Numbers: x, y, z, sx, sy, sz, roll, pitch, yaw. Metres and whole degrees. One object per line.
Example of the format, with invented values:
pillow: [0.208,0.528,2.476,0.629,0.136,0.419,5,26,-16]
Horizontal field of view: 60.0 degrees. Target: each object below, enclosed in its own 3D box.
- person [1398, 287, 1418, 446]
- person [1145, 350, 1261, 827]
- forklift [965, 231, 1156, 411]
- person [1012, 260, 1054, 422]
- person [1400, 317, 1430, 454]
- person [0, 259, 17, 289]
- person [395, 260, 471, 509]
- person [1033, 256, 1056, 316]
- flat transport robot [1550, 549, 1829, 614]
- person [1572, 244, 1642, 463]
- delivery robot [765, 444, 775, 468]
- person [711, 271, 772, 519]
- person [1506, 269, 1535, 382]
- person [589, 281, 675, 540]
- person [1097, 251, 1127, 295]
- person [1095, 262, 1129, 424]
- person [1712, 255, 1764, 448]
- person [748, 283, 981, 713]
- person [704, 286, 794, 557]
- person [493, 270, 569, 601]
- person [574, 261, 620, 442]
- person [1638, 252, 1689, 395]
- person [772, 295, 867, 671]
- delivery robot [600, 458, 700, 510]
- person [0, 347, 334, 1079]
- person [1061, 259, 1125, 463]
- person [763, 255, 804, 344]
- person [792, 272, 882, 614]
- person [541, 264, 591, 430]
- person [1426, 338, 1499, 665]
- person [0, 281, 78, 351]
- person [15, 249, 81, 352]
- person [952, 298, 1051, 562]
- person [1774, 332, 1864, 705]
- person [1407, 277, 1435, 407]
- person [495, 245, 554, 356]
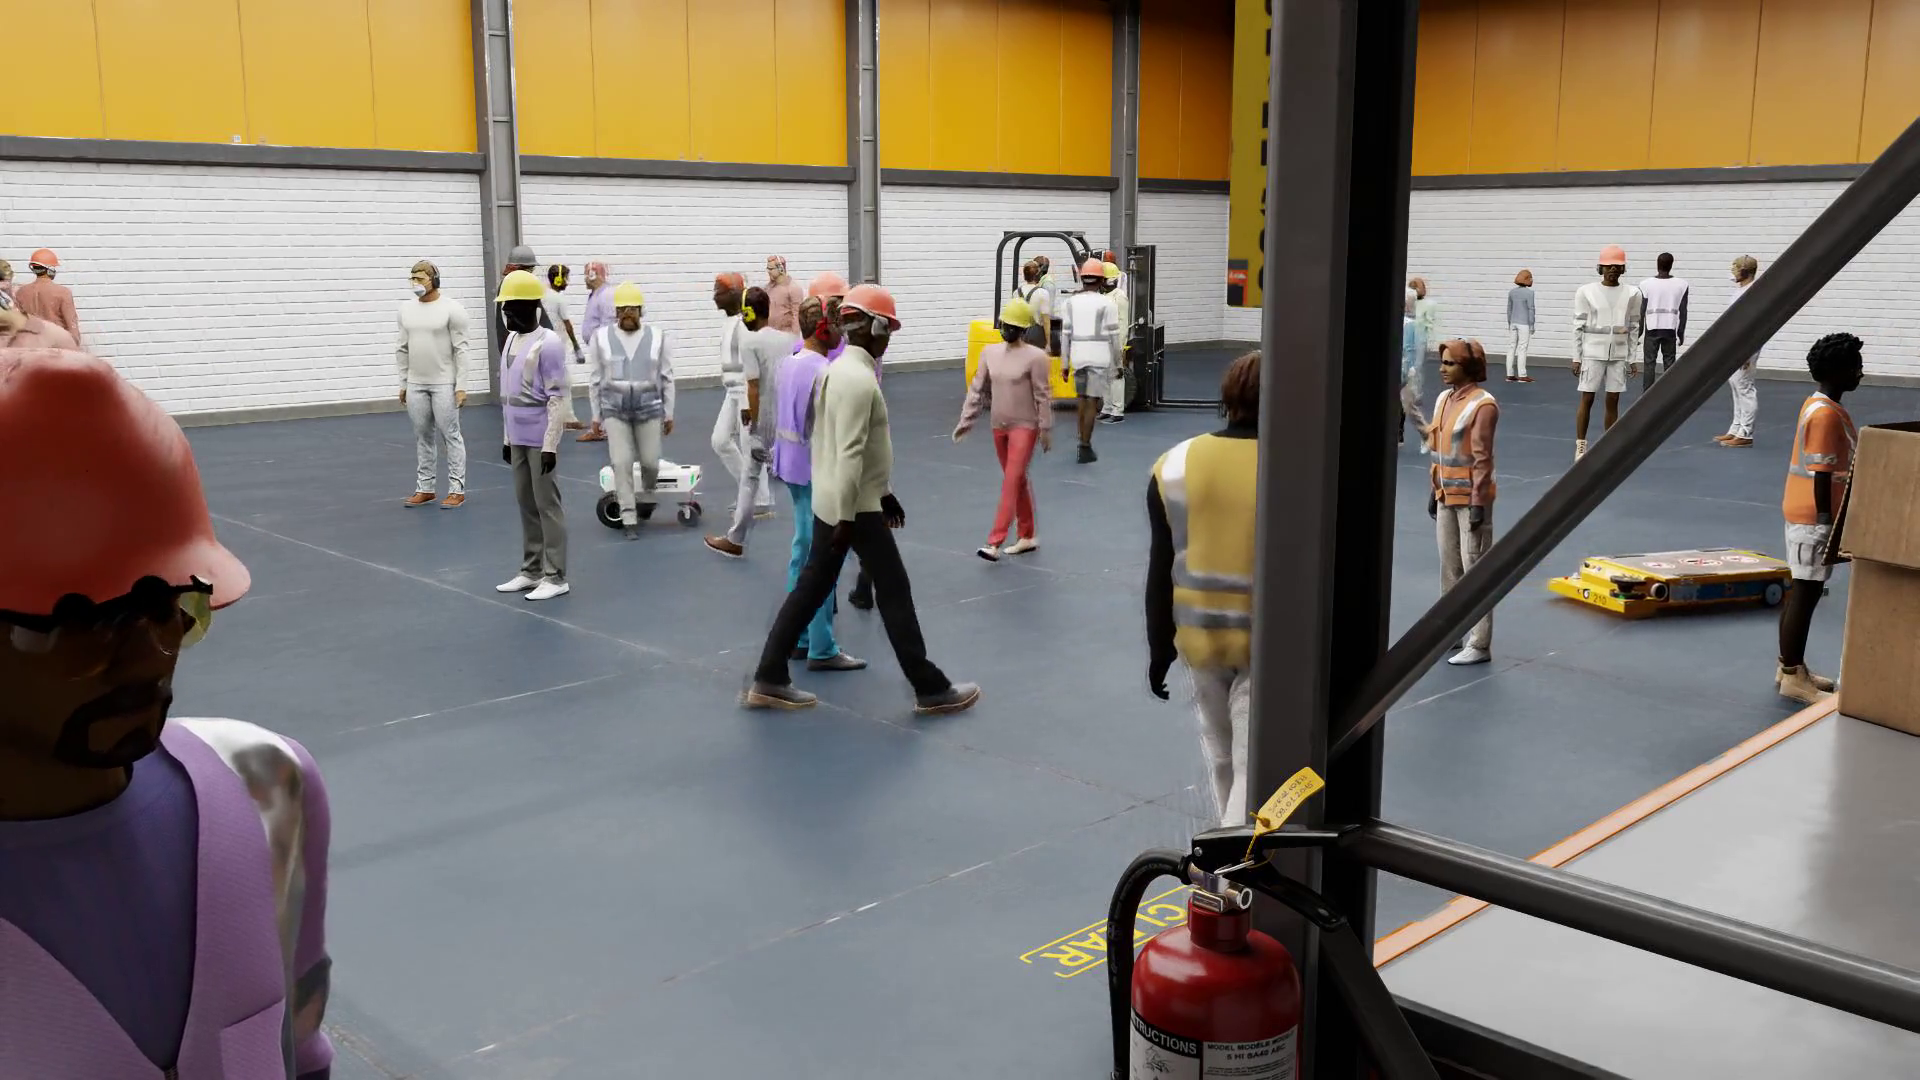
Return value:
person: [4.306,-1.913,16.777,0.600,1.967,0.368,-3,11,-17]
person: [0.915,0.315,5.120,0.639,1.792,0.937,7,12,32]
forklift: [1.222,-2.721,20.561,2.313,2.155,1.214,2,11,13]
person: [0.826,-2.246,18.924,0.506,1.847,0.344,8,13,37]
person: [4.226,-1.588,15.988,0.784,1.602,0.520,-7,13,-34]
person: [-8.279,-1.469,14.434,0.372,1.940,0.629,-8,13,-38]
person: [-4.127,-1.209,13.018,0.635,1.939,0.366,3,11,16]
person: [1.112,-3.056,23.348,0.429,1.846,0.628,-3,11,-16]
flat transport robot: [4.268,0.227,9.735,1.431,0.197,0.652,-3,11,-17]
person: [6.022,-1.718,15.509,0.607,2.044,0.376,1,10,5]
delivery robot: [-1.472,-0.881,14.745,0.707,0.478,0.477,-9,14,-39]
person: [-1.614,-1.059,12.399,0.474,1.859,0.601,-5,11,-24]
person: [8.198,-3.125,24.294,0.280,1.634,0.498,-5,11,-25]
person: [-2.339,-0.934,11.857,0.598,1.815,0.630,-2,11,-13]
person: [2.297,-3.492,25.616,0.576,1.885,0.355,-4,11,-21]
person: [1.692,-2.225,18.851,0.403,1.828,0.598,-3,11,-15]
person: [7.890,-1.895,16.764,0.371,1.936,0.629,3,11,15]
person: [-0.478,-0.166,7.403,1.027,1.927,0.616,-3,11,-14]
person: [-1.228,-0.734,10.811,1.006,1.799,0.588,7,13,35]
person: [-2.525,-0.611,9.788,0.363,1.928,0.587,-10,14,-42]
person: [-3.640,-1.972,17.353,0.788,1.876,0.677,-4,11,-22]
person: [8.662,-2.584,20.568,0.590,1.919,0.393,2,11,12]
person: [-0.713,-0.276,8.184,0.379,1.842,0.570,-5,11,-25]
delivery robot: [-2.285,-0.433,12.305,0.707,0.478,0.477,0,10,-2]
person: [-0.750,0.851,1.502,0.378,2.040,0.614,5,12,25]
person: [1.280,-1.694,15.759,0.551,1.908,0.739,6,12,31]
person: [-2.120,-2.362,19.411,0.636,1.902,0.406,10,14,43]
person: [-0.711,-0.545,9.427,0.542,1.927,0.379,-6,12,-29]
person: [-4.407,-2.057,17.963,0.872,1.834,0.520,-8,13,-38]
person: [2.515,-0.196,8.345,0.317,1.630,0.510,-2,11,-13]
person: [-5.662,-0.668,10.298,0.850,1.863,0.395,-4,11,-20]
person: [-9.191,-1.938,16.836,0.611,1.995,0.380,0,10,2]
person: [0.276,-0.707,10.851,0.549,1.713,0.847,9,14,41]
person: [3.940,-0.098,7.619,0.315,1.696,0.541,5,11,24]
person: [5.653,-2.449,20.652,0.506,1.622,0.373,9,14,41]
person: [-4.202,-1.834,16.145,0.536,2.000,0.688,-6,12,-31]
